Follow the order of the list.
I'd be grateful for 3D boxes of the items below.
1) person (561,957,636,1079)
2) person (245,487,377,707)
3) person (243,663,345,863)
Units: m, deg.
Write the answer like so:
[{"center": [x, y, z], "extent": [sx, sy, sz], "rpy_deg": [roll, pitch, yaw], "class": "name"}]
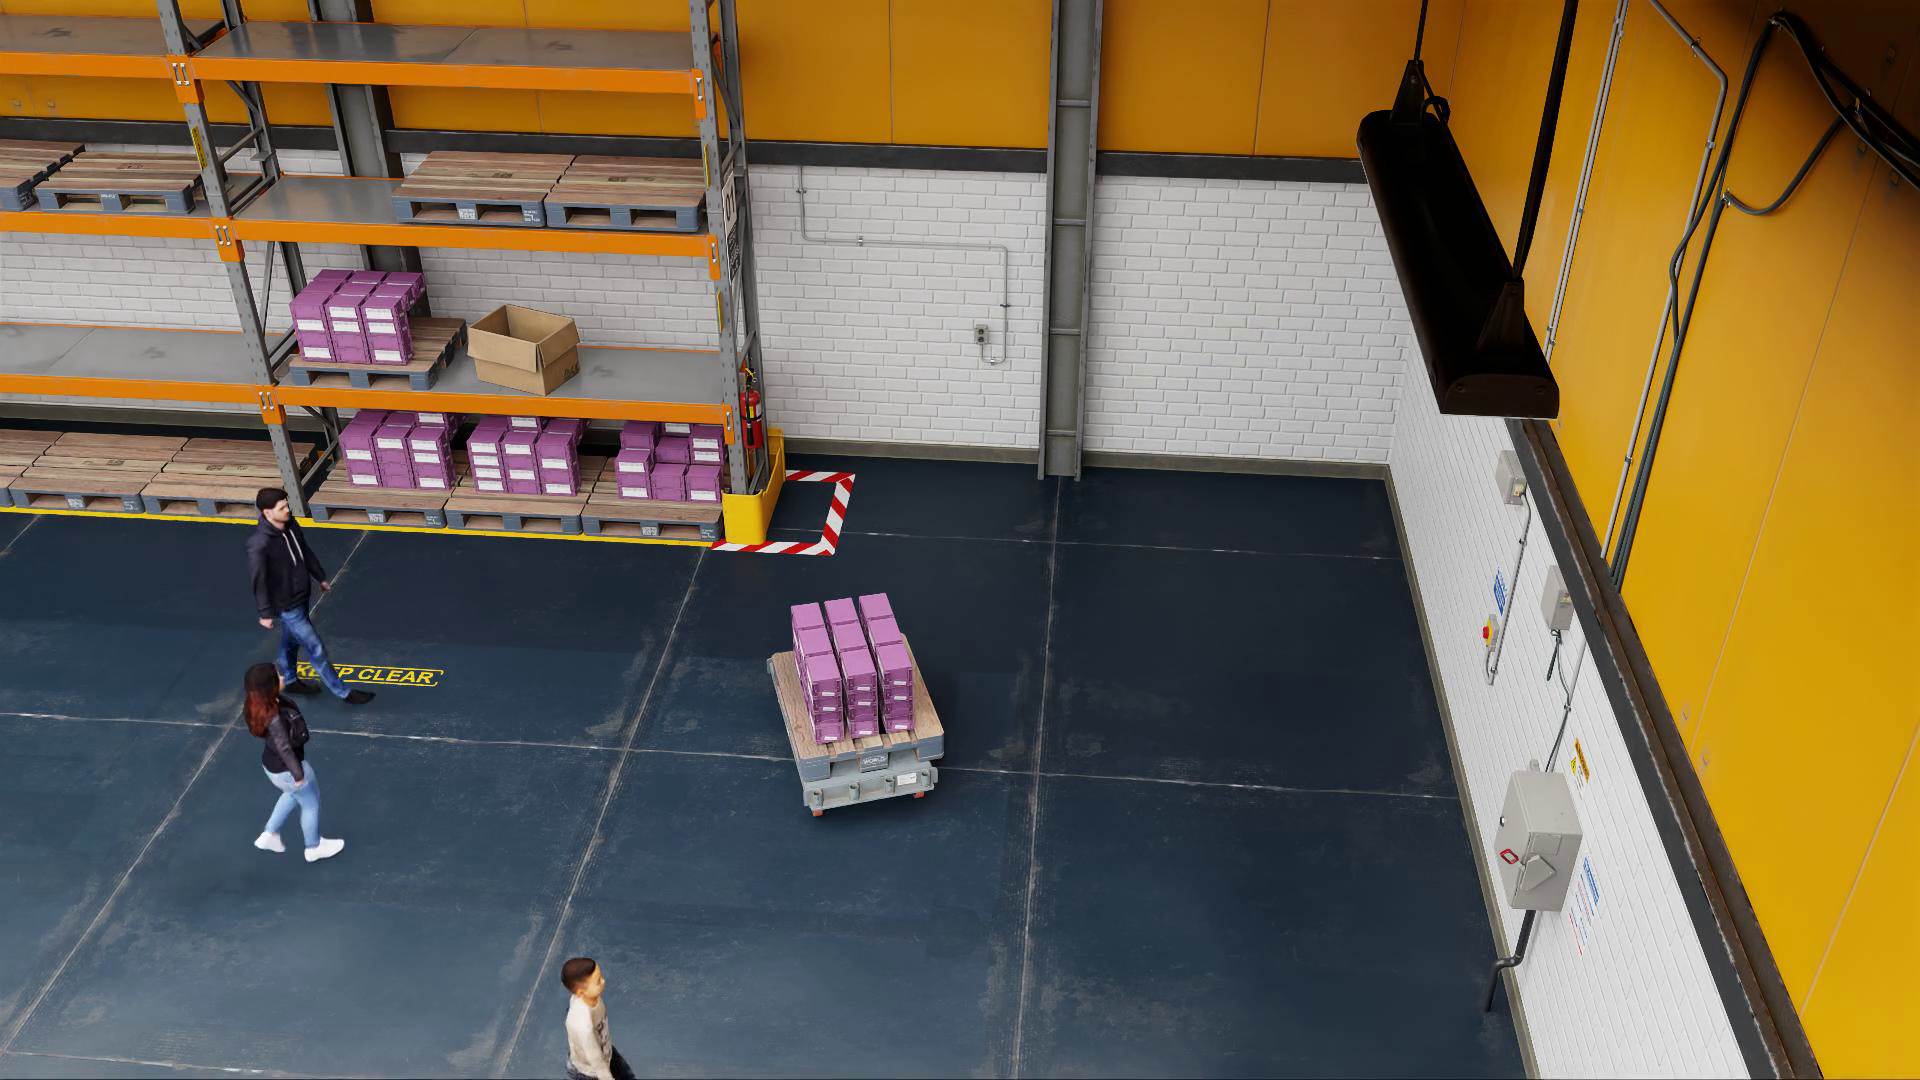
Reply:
[{"center": [-2.042, 2.797, 8.909], "extent": [0.660, 1.450, 0.591], "rpy_deg": [0, 34, 0], "class": "person"}, {"center": [-4.969, 0.421, 12.117], "extent": [1.065, 1.857, 0.746], "rpy_deg": [5, 34, 8], "class": "person"}, {"center": [-4.417, 1.478, 10.740], "extent": [0.913, 1.619, 0.853], "rpy_deg": [-25, 41, -32], "class": "person"}]
